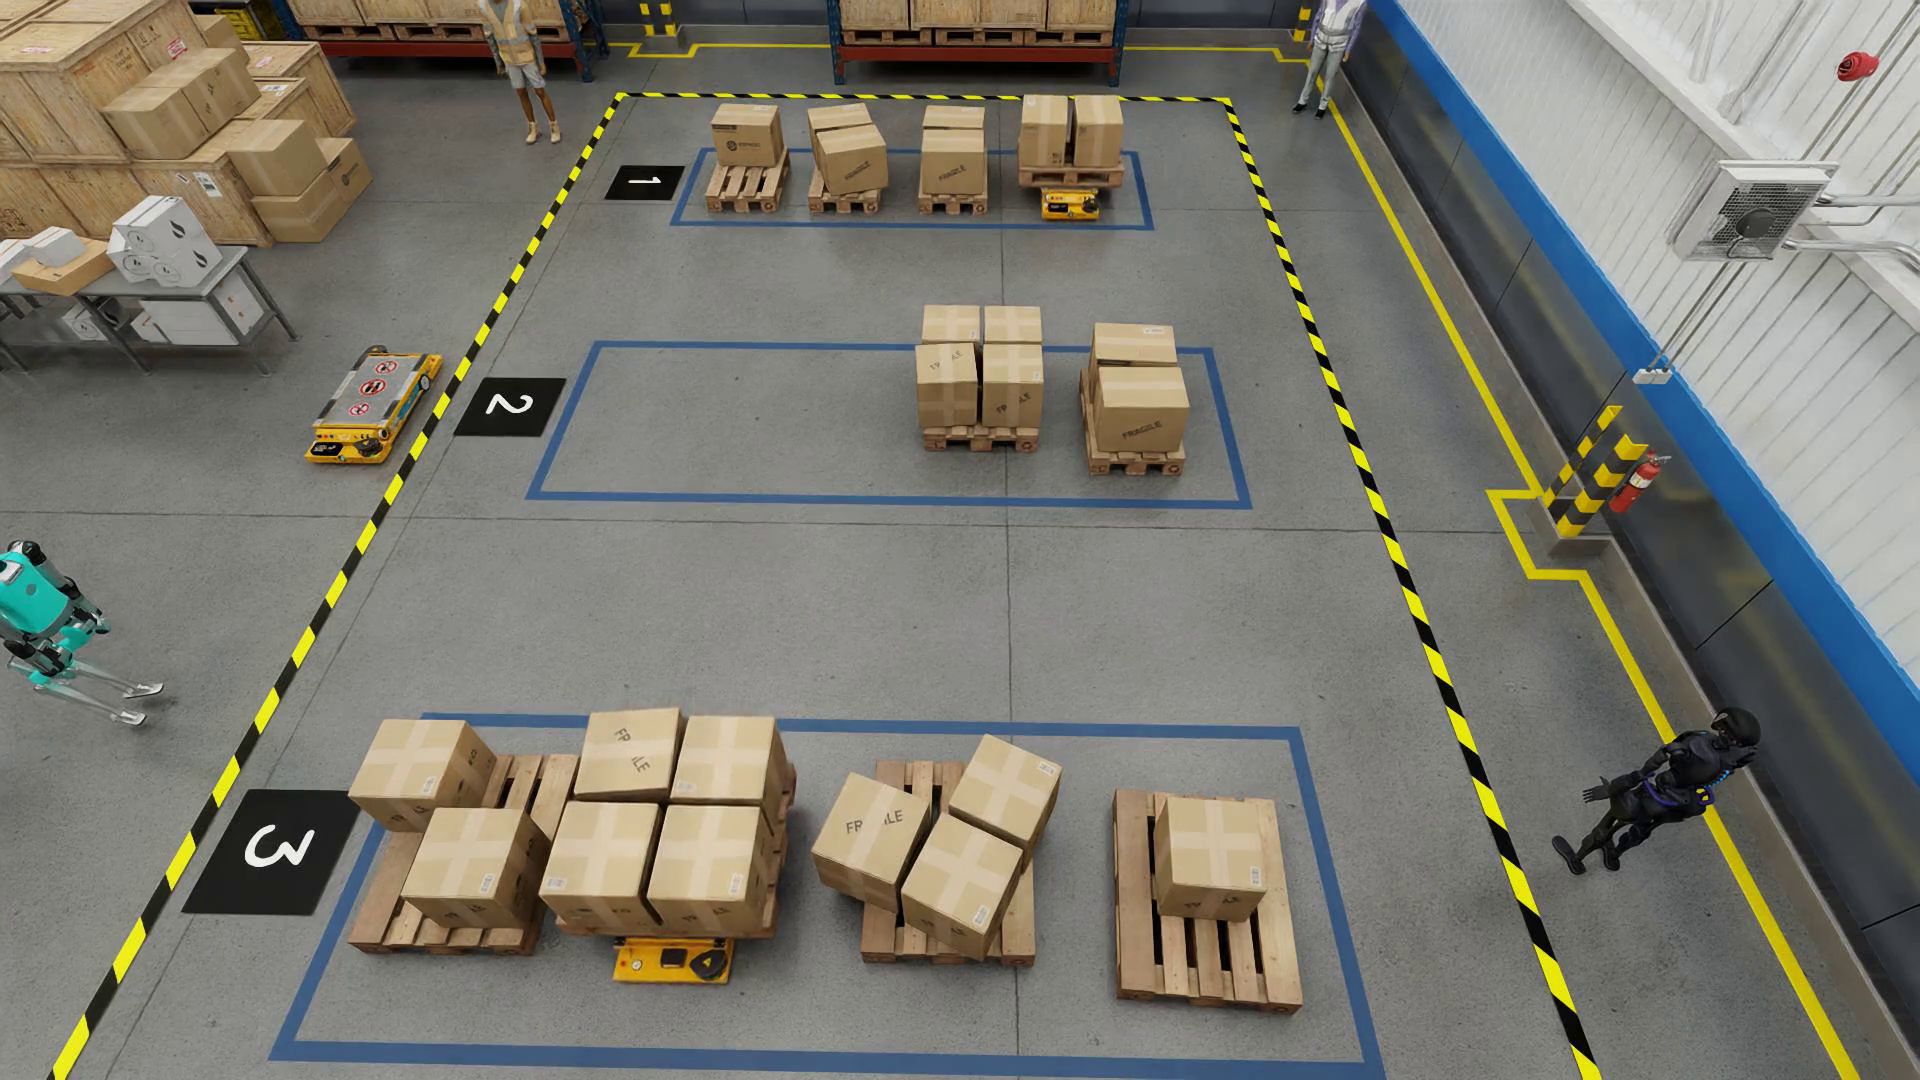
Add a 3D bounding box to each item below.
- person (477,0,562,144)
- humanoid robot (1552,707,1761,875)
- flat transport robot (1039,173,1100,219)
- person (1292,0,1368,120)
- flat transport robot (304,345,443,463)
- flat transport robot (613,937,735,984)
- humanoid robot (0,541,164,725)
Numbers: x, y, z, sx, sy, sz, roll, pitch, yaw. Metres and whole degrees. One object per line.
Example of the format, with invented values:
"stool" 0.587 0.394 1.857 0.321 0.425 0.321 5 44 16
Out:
"person" -5.385 -5.867 11.170 0.614 2.041 0.373 -1 50 -1
"humanoid robot" 3.955 1.445 5.212 0.599 1.657 0.315 -1 50 -1
"flat transport robot" 1.291 -4.327 11.010 0.652 0.197 1.431 1 50 1
"person" 4.744 -6.364 11.727 0.599 1.831 0.404 29 55 22
"flat transport robot" -5.383 -1.269 8.441 0.659 0.231 1.431 1 50 1
"flat transport robot" -1.658 1.960 5.690 0.652 0.197 1.431 1 50 1
"humanoid robot" -5.855 0.605 5.805 0.735 1.677 0.533 0 50 0
